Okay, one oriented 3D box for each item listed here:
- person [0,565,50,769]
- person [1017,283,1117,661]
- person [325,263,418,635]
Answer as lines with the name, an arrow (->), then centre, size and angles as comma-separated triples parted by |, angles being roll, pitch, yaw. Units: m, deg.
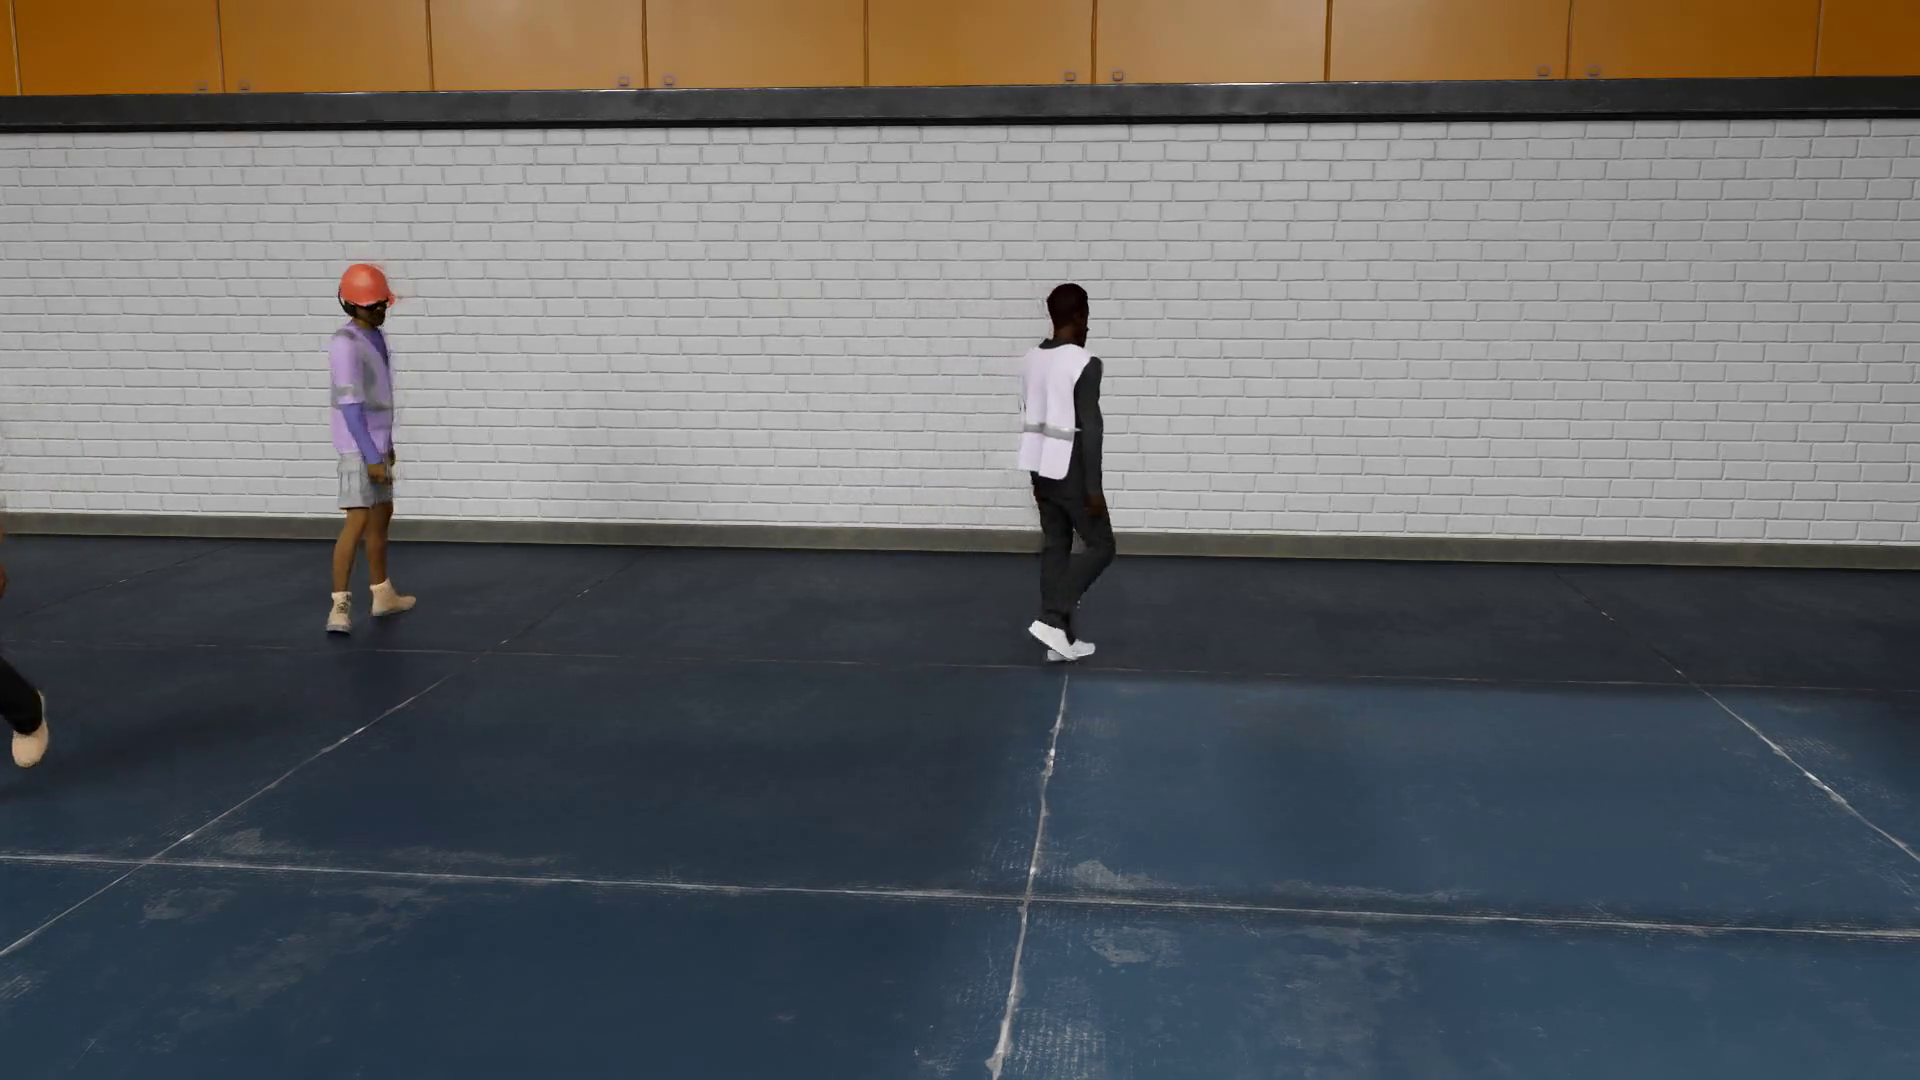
person -> -3.808, 0.007, 6.071 | 0.701, 2.000, 0.785 | 1, 10, 6
person -> 0.520, -0.322, 8.317 | 0.434, 1.906, 0.628 | -7, 12, -34
person -> -3.245, -0.509, 9.158 | 0.436, 2.004, 0.872 | 0, 10, 0
